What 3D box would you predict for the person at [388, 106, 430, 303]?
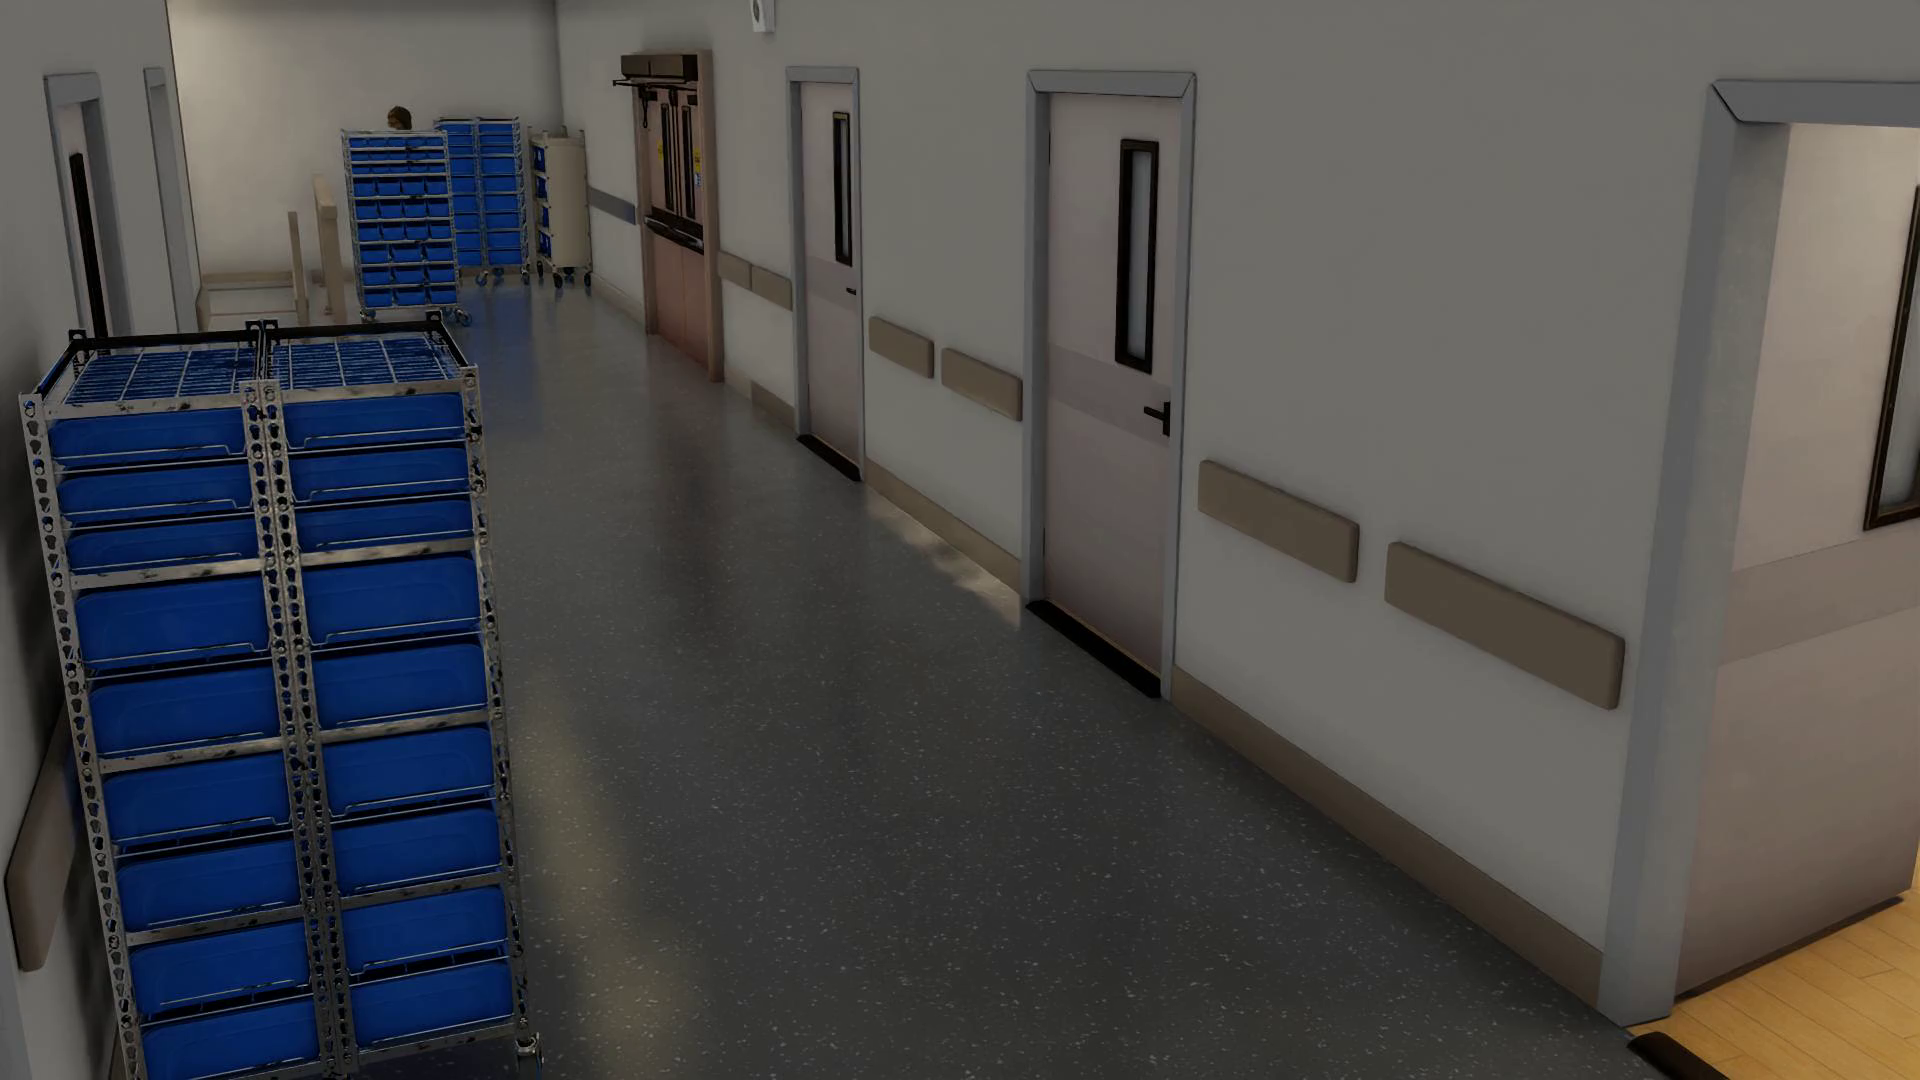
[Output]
[{"bbox_3d":[-5.474,-3.329,16.566,0.373,1.935,0.628,-15,22,-42],"label":"person"}]
